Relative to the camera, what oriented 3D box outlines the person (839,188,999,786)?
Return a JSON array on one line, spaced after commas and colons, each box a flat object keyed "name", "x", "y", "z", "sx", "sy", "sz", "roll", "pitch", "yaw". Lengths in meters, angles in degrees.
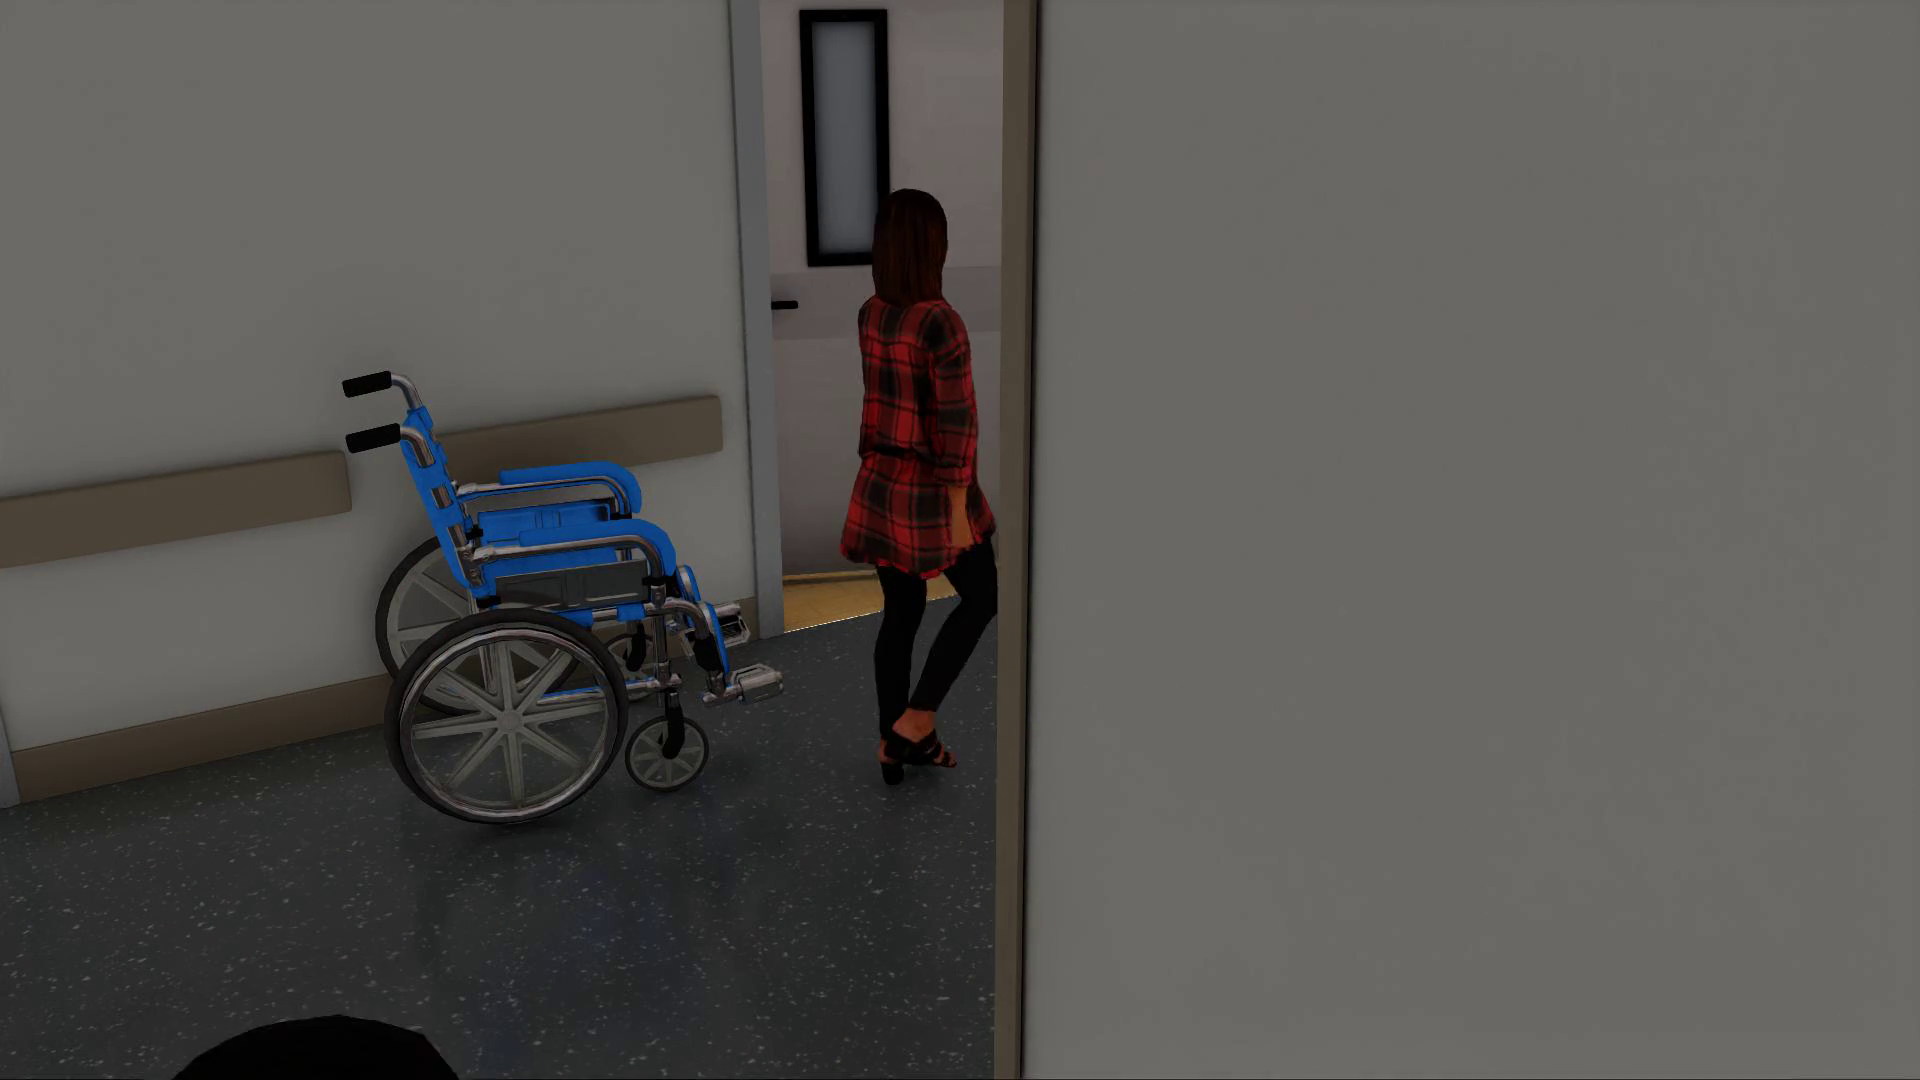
[{"name": "person", "x": -0.174, "y": -0.081, "z": 4.523, "sx": 0.667, "sy": 1.689, "sz": 0.676, "roll": -17, "pitch": 27, "yaw": -38}]
